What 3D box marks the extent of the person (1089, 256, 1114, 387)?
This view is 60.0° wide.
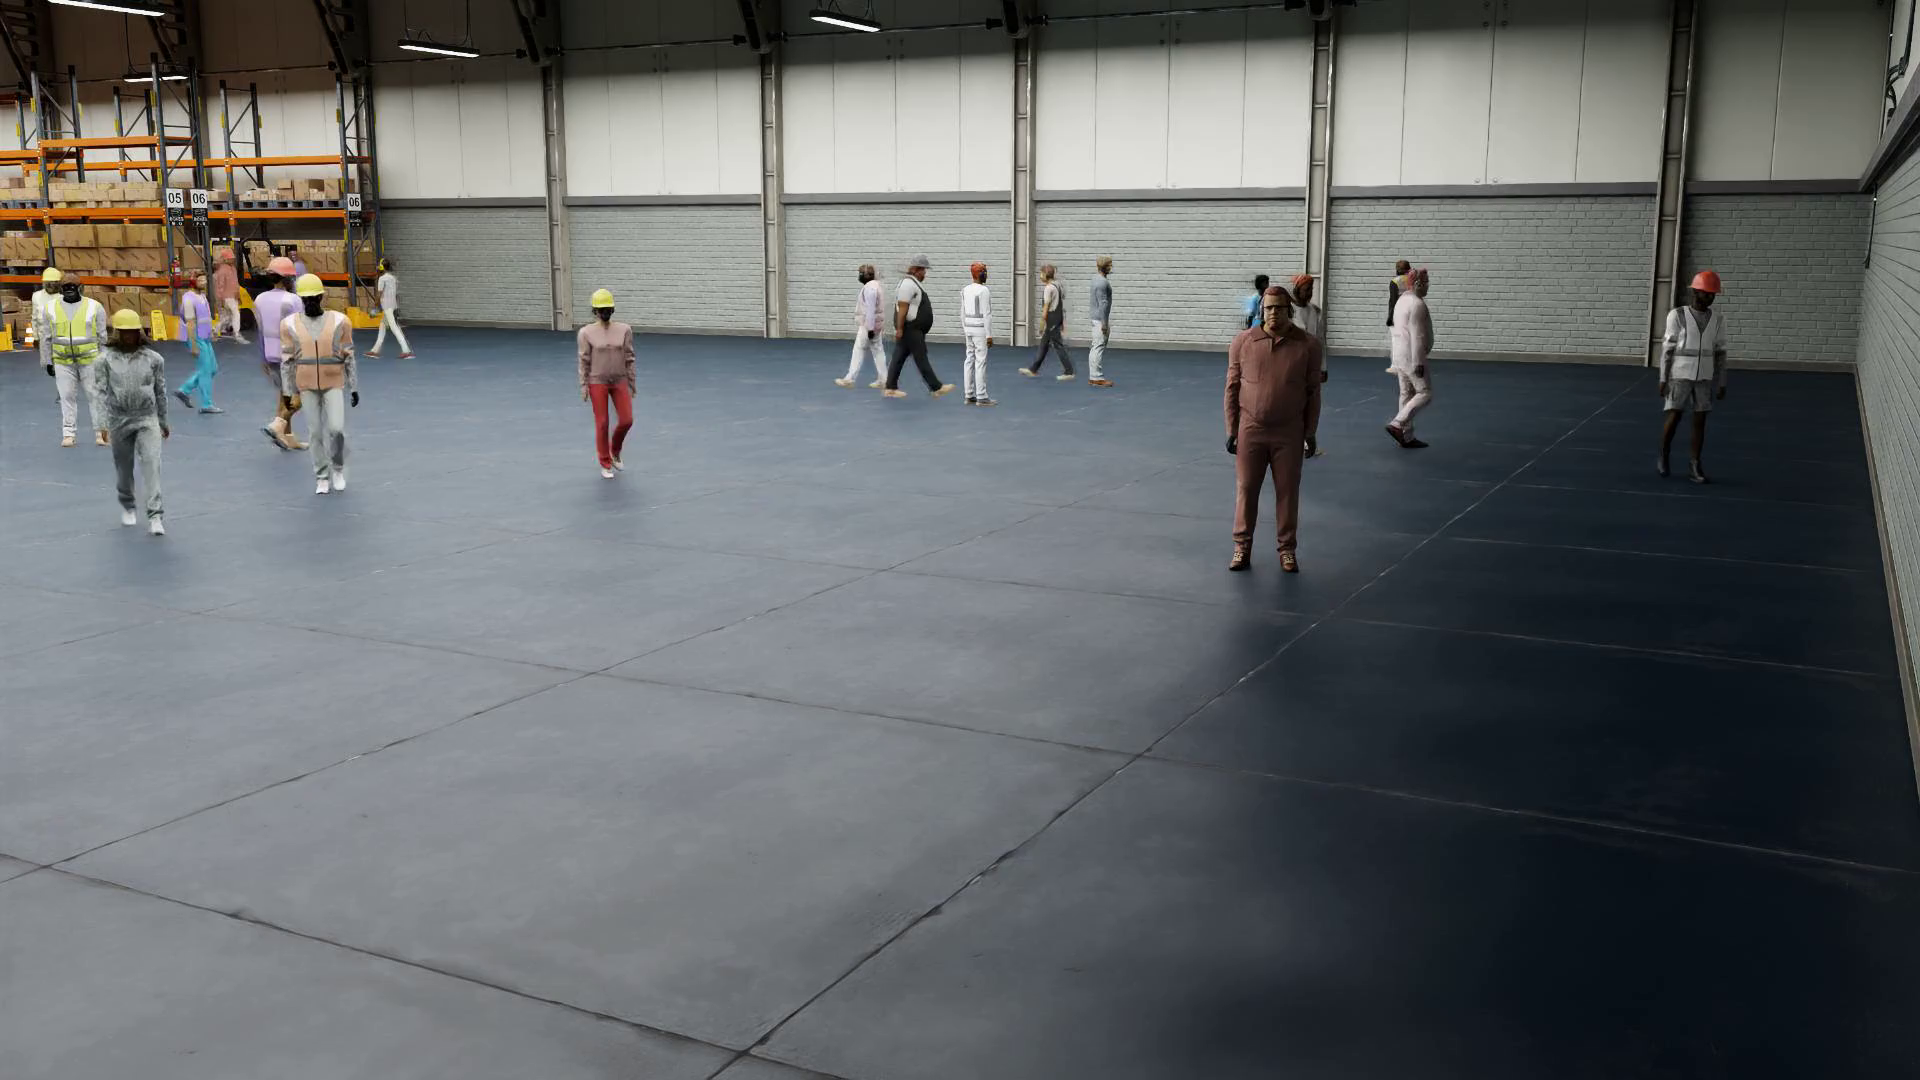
[{"bbox_3d":[2.097,-3.246,24.725,0.353,1.937,0.635,-1,10,-4],"label":"person"}]

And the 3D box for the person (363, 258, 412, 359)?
[{"bbox_3d":[-10.460,-4.204,30.279,0.972,1.820,0.541,1,10,4],"label":"person"}]

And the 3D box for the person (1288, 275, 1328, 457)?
[{"bbox_3d":[3.505,-1.783,17.040,0.601,1.838,0.897,-5,11,-25],"label":"person"}]

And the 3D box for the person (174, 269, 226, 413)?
[{"bbox_3d":[-9.627,-2.501,20.967,0.530,1.826,0.585,-2,11,-9],"label":"person"}]

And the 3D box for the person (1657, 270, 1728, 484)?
[{"bbox_3d":[6.666,-1.481,15.124,0.606,1.924,0.477,0,10,0],"label":"person"}]

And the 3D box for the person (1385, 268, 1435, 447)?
[{"bbox_3d":[4.772,-1.897,17.475,0.427,1.895,0.667,0,10,-2],"label":"person"}]

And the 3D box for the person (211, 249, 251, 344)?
[{"bbox_3d":[-15.136,-5.016,34.313,0.825,1.962,0.606,0,10,-1],"label":"person"}]

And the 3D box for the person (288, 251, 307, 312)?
[{"bbox_3d":[-15.210,-5.725,38.388,0.530,1.887,0.678,-1,10,-5],"label":"person"}]

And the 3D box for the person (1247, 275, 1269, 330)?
[{"bbox_3d":[4.539,-3.183,25.169,0.857,1.652,0.540,8,13,38],"label":"person"}]

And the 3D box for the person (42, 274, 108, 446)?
[{"bbox_3d":[-9.420,-1.910,17.733,0.627,1.835,0.428,-3,11,-16],"label":"person"}]

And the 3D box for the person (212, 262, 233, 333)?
[{"bbox_3d":[-16.932,-5.542,38.073,0.358,1.624,0.539,5,11,25],"label":"person"}]

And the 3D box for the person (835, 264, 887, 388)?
[{"bbox_3d":[-1.449,-3.121,24.396,0.866,1.807,0.651,2,11,9],"label":"person"}]

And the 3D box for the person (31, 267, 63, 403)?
[{"bbox_3d":[-12.133,-2.755,22.370,0.615,1.816,0.538,-1,10,-4],"label":"person"}]

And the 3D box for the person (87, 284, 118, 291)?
[{"bbox_3d":[-20.451,-5.962,39.756,0.984,1.850,0.671,5,12,26],"label":"person"}]

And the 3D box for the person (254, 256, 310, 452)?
[{"bbox_3d":[-6.984,-1.889,17.101,0.608,2.030,0.578,4,11,22],"label":"person"}]

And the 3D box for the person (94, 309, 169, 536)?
[{"bbox_3d":[-6.289,-0.908,12.649,0.497,1.694,0.934,-6,12,-30],"label":"person"}]

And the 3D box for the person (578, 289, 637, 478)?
[{"bbox_3d":[-3.260,-1.446,15.412,0.547,1.751,0.390,-5,12,-27],"label":"person"}]

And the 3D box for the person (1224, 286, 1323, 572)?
[{"bbox_3d":[2.082,-0.734,11.116,0.640,1.909,0.409,2,11,11],"label":"person"}]

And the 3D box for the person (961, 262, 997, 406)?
[{"bbox_3d":[0.241,-2.719,22.004,0.354,1.883,0.573,-7,13,-34],"label":"person"}]

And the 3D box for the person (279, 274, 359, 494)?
[{"bbox_3d":[-5.546,-1.341,14.399,0.622,1.908,0.428,-3,11,-15],"label":"person"}]

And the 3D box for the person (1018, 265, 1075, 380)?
[{"bbox_3d":[1.376,-3.368,25.817,0.975,1.784,0.531,3,11,18],"label":"person"}]

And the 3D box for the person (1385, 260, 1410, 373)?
[{"bbox_3d":[7.227,-3.655,27.223,0.633,1.839,0.429,-6,12,-29],"label":"person"}]

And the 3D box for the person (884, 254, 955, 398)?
[{"bbox_3d":[-0.580,-2.959,22.877,1.038,2.000,0.696,1,10,4],"label":"person"}]
